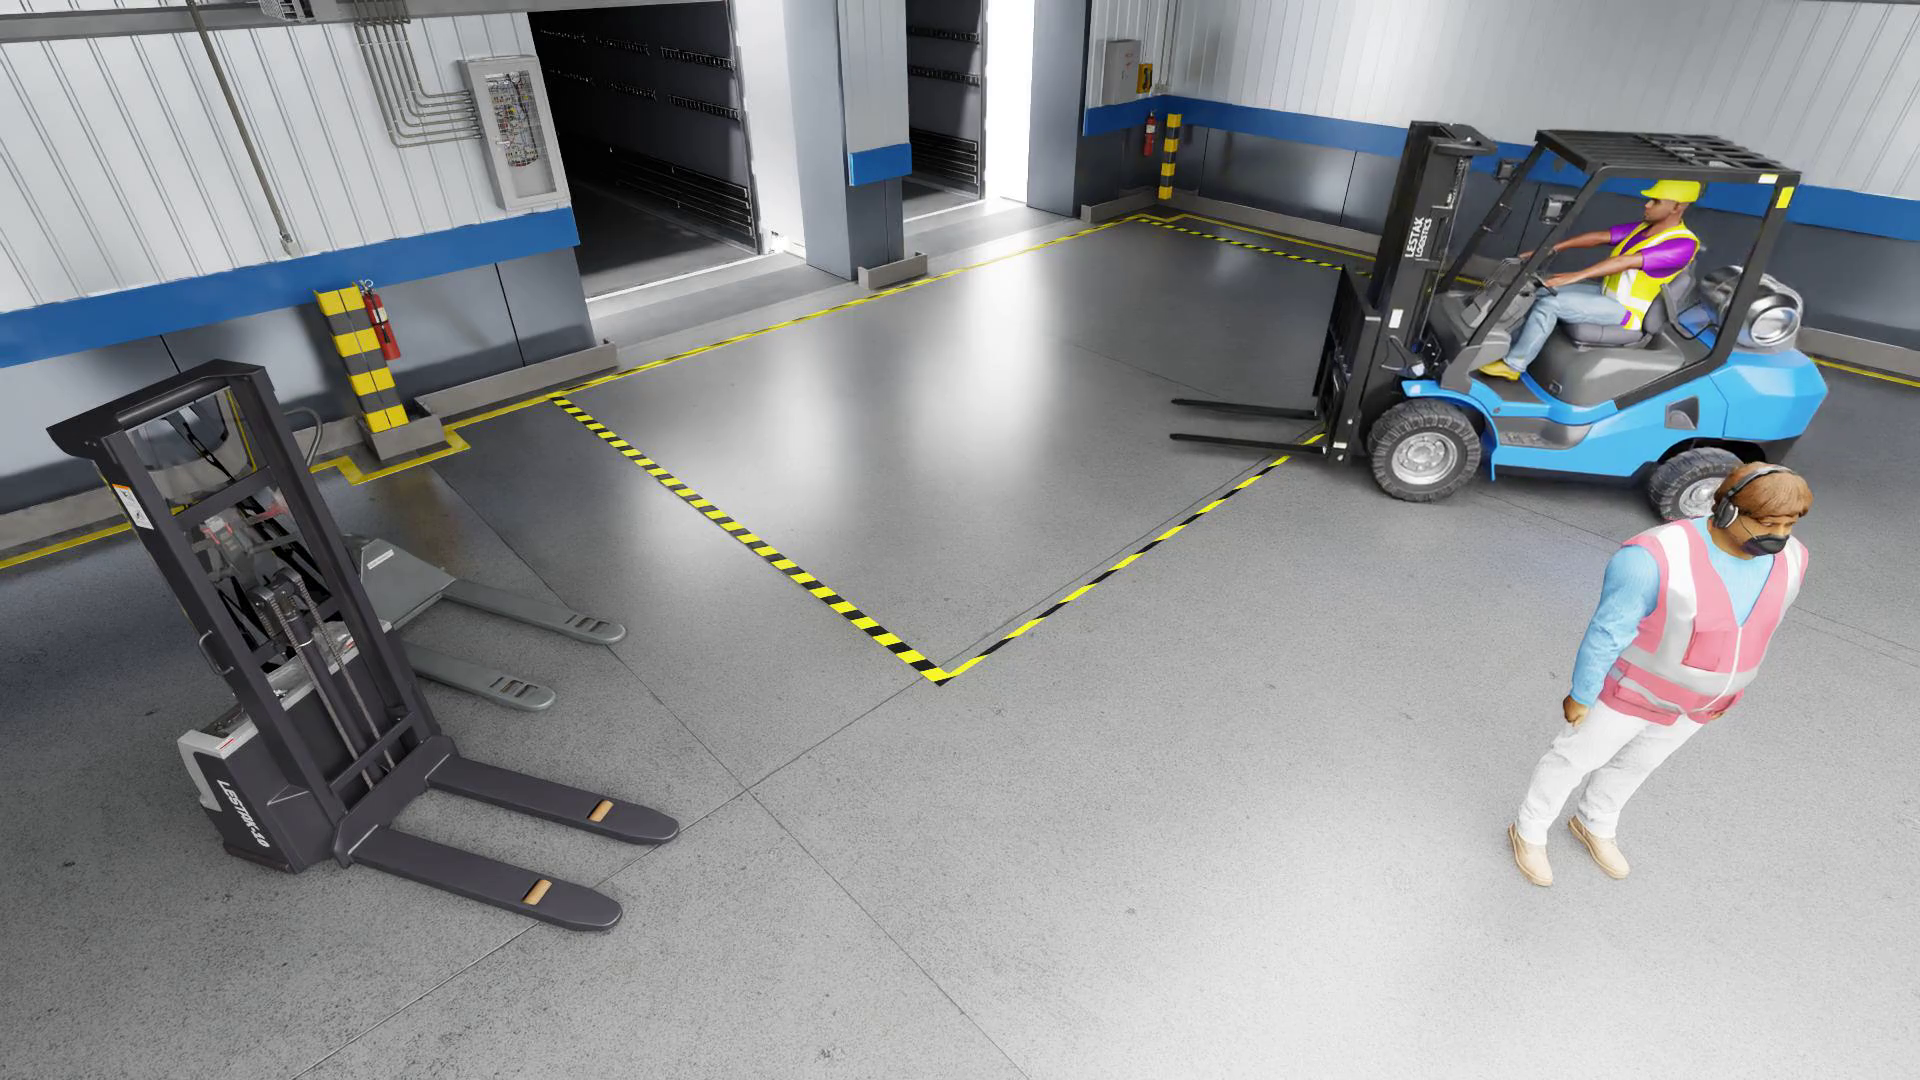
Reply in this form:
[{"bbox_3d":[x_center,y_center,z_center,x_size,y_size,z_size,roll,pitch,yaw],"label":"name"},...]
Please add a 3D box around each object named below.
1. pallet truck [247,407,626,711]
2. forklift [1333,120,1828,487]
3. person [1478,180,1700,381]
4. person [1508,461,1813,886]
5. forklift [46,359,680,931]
[{"bbox_3d":[-2.628,0.038,4.590,1.601,1.201,0.680,12,36,18],"label":"pallet truck"},{"bbox_3d":[3.902,-1.464,5.811,2.680,2.036,1.157,7,35,10],"label":"forklift"},{"bbox_3d":[3.846,-1.630,5.722,1.004,1.293,0.635,7,35,10],"label":"person"},{"bbox_3d":[2.508,0.544,3.312,0.632,1.843,0.429,-3,34,-4],"label":"person"},{"bbox_3d":[-2.135,0.422,3.354,1.885,1.965,0.823,10,35,14],"label":"forklift"}]
